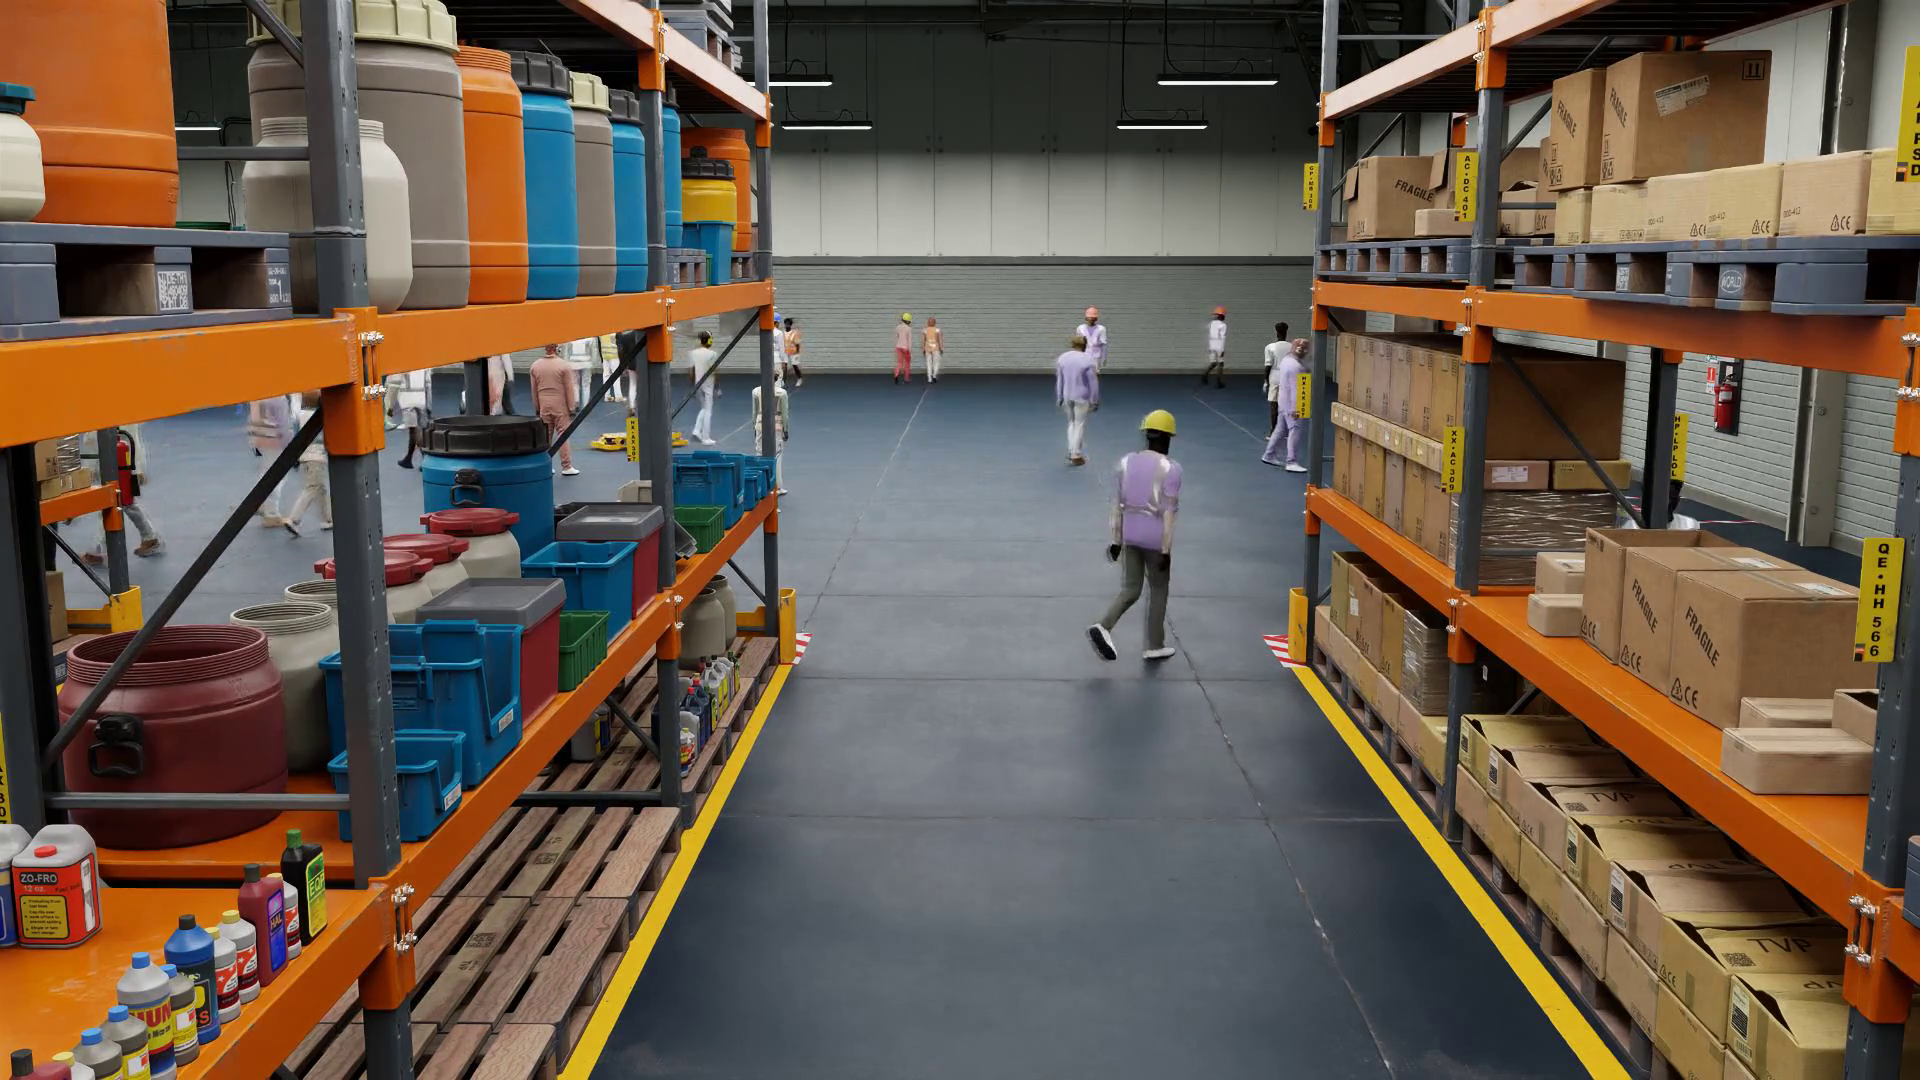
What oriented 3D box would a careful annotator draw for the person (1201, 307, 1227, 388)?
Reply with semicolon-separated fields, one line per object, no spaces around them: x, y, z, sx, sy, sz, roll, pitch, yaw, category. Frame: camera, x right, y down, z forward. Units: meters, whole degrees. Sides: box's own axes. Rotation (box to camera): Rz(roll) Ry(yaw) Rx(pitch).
6.024;-4.530;39.137;0.577;1.919;0.559;-7;12;-37;person

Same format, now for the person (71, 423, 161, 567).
-8.391;-0.727;16.489;0.633;1.889;1.052;5;11;28;person

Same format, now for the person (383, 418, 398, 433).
-10.274;-2.715;28.664;0.978;1.780;0.586;-6;11;-31;person

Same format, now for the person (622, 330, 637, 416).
-6.082;-3.297;31.597;0.638;1.978;0.479;0;9;2;person

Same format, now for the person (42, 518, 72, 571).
-7.647;-0.278;13.677;0.373;1.916;0.596;8;12;39;person

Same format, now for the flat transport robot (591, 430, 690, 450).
-5.147;-1.621;26.771;1.431;0.197;0.652;-7;12;-35;flat transport robot

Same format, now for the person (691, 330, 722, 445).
-4.110;-2.474;27.018;0.502;1.857;0.407;6;11;33;person

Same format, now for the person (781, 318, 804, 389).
-3.999;-4.417;39.259;0.562;1.657;0.854;3;10;17;person

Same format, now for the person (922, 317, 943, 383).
-0.663;-4.655;40.770;0.553;1.618;0.370;3;10;16;person

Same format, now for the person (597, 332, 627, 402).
-7.411;-3.874;35.443;0.624;1.845;0.430;5;11;29;person

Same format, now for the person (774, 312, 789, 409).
-3.731;-3.595;33.449;0.602;1.949;0.391;8;12;38;person

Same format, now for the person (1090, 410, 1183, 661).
1.302;-0.012;12.235;0.597;1.882;0.787;9;13;43;person

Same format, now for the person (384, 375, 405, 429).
-10.095;-2.760;29.459;0.693;1.602;0.509;-5;11;-27;person

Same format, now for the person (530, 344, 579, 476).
-5.626;-1.853;23.139;0.637;1.911;0.406;3;10;15;person

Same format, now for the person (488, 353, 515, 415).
-8.133;-2.888;29.416;0.685;1.874;0.777;6;11;34;person

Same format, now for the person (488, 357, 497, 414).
-6.360;-1.746;22.234;0.378;1.996;0.611;-2;10;-14;person

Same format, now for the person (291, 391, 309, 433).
-11.508;-2.799;29.087;0.639;1.811;0.693;2;10;10;person

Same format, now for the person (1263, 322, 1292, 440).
5.349;-2.645;27.714;0.610;1.963;0.366;-1;10;-8;person

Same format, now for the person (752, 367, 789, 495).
-2.422;-1.390;21.208;0.512;1.630;0.318;3;10;20;person

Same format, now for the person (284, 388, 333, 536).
-7.101;-0.868;18.148;0.540;1.604;0.786;6;11;32;person

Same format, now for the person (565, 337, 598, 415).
-7.331;-3.389;32.269;0.644;1.930;0.448;0;9;1;person

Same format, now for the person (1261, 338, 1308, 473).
4.659;-1.928;23.709;0.546;1.879;0.857;0;9;-3;person

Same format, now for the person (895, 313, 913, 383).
-1.345;-4.712;40.802;0.553;1.720;0.560;7;12;35;person

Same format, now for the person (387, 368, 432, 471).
-7.796;-1.934;23.703;0.983;1.896;0.566;7;12;37;person

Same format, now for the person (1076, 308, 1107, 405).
2.706;-3.763;34.282;0.636;2.001;0.968;1;10;5;person

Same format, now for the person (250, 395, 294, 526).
-7.730;-1.072;18.727;0.438;1.831;0.637;-8;13;-41;person

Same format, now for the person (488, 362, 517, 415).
-8.179;-2.956;29.481;0.946;2.000;0.697;2;10;13;person

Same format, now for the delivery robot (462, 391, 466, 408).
-9.621;-2.810;32.767;0.477;0.478;0.707;-3;10;-19;delivery robot

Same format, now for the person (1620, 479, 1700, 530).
4.332;0.410;10.268;0.552;1.662;0.740;0;9;-2;person

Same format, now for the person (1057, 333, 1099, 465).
1.773;-2.074;24.427;0.651;1.916;0.600;7;12;36;person
